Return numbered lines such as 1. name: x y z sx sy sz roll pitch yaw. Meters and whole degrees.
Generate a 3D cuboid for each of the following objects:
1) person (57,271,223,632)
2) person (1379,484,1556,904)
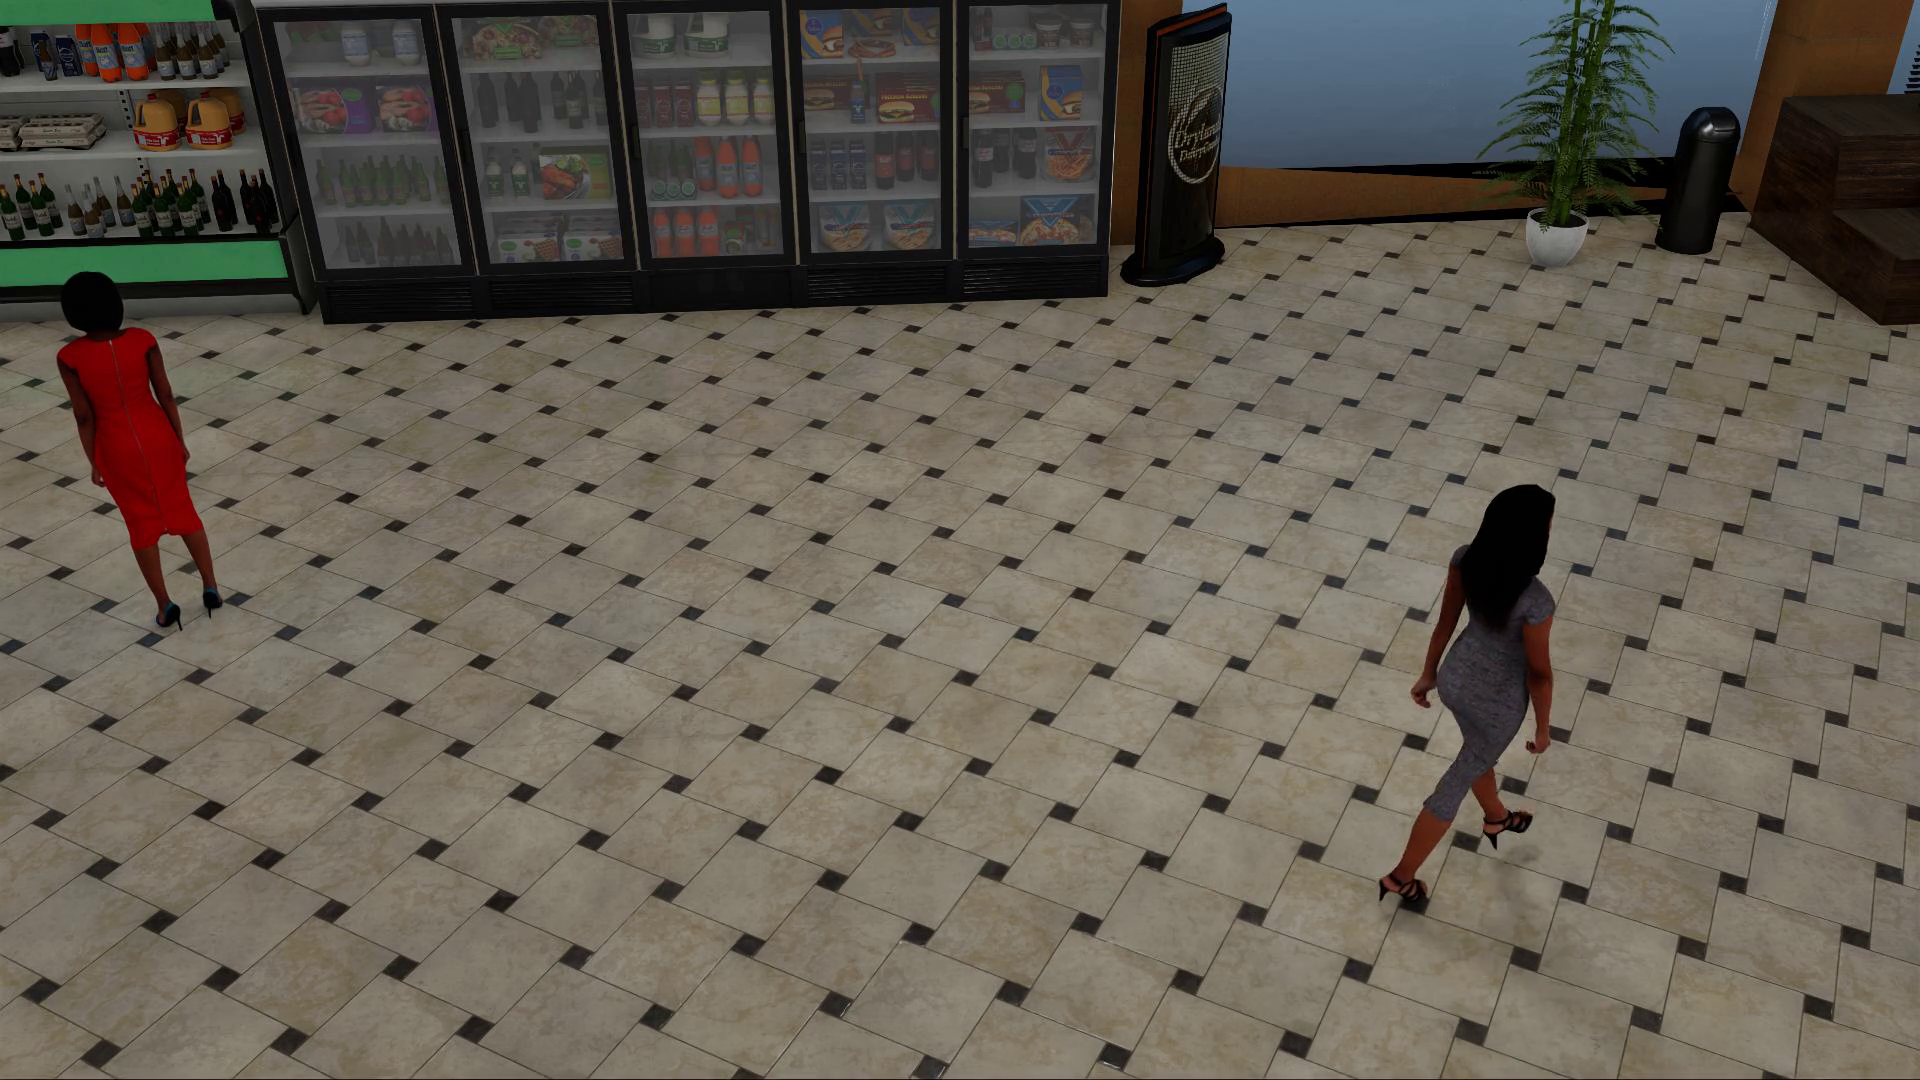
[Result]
1. person: -3.676 -0.380 7.443 0.610 1.743 0.711 -22 38 -31
2. person: 1.743 0.619 5.831 1.095 1.750 0.846 -14 35 -22
